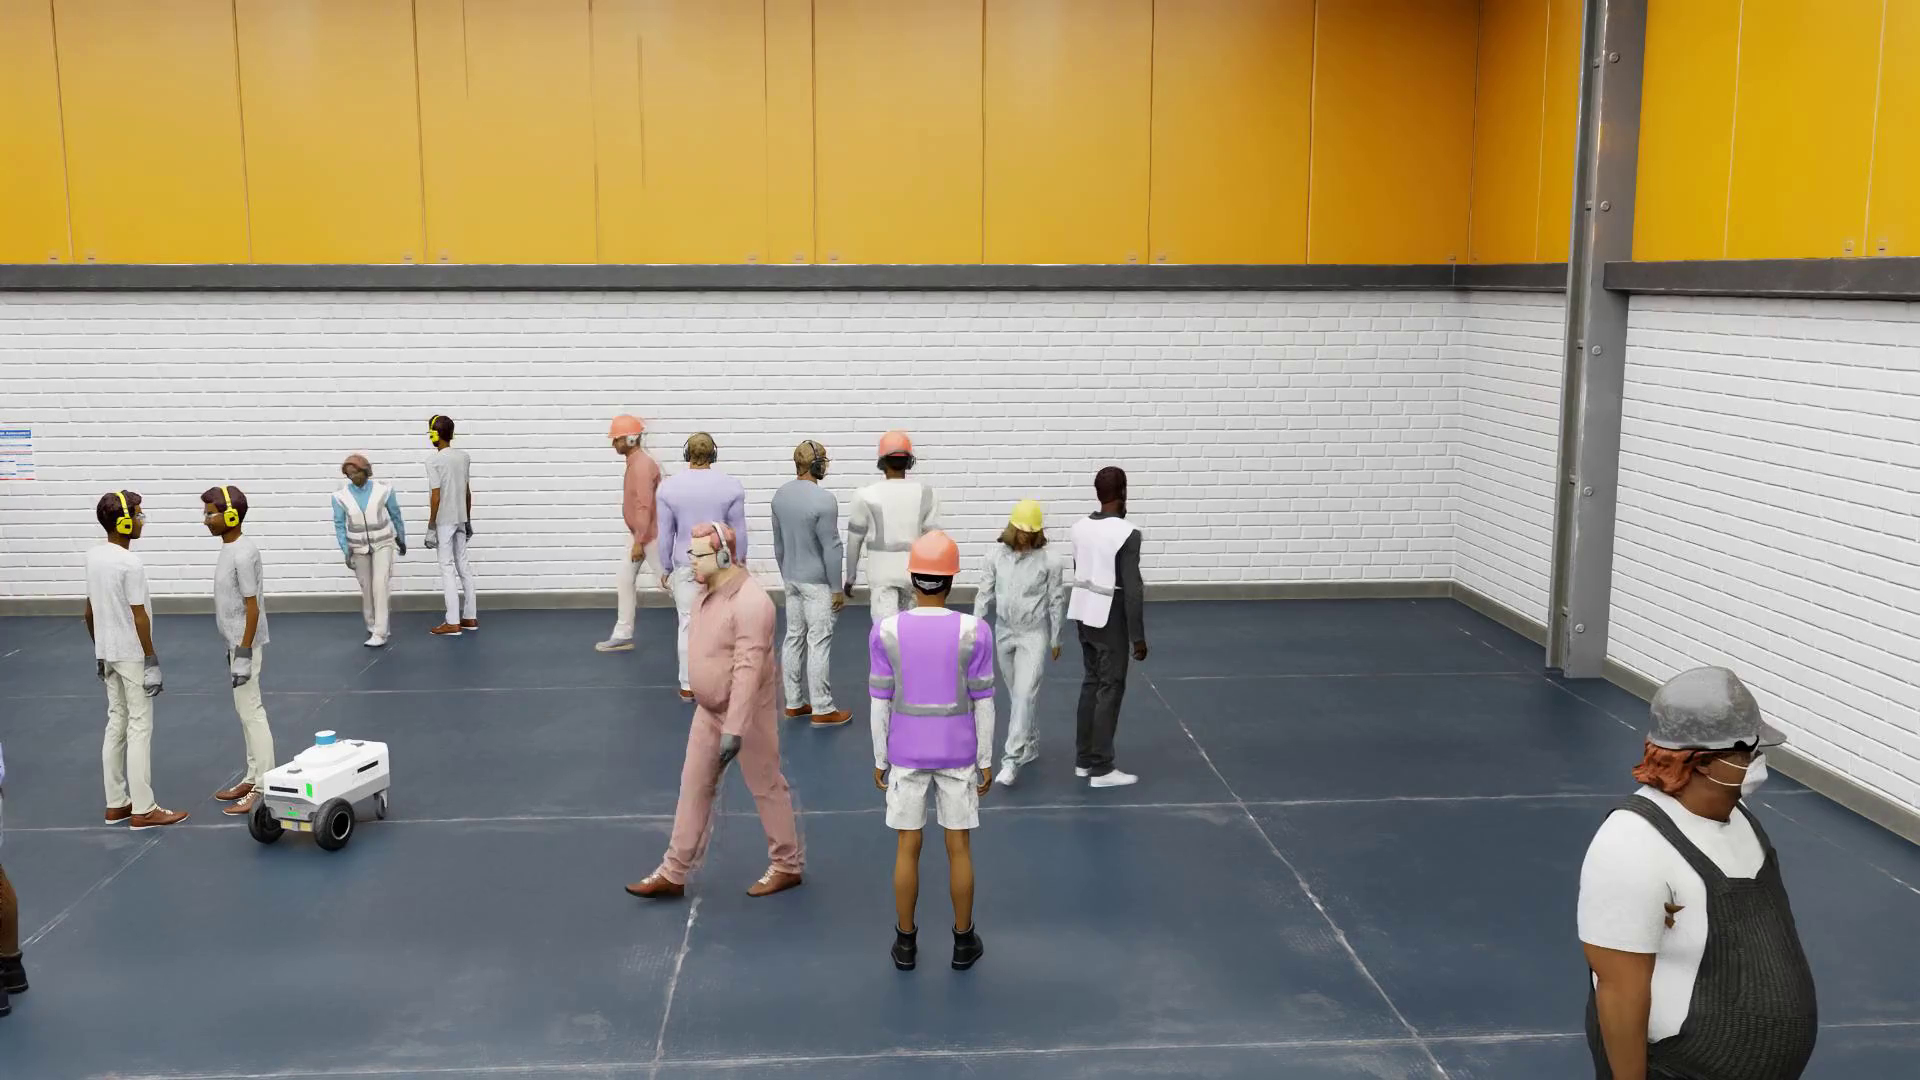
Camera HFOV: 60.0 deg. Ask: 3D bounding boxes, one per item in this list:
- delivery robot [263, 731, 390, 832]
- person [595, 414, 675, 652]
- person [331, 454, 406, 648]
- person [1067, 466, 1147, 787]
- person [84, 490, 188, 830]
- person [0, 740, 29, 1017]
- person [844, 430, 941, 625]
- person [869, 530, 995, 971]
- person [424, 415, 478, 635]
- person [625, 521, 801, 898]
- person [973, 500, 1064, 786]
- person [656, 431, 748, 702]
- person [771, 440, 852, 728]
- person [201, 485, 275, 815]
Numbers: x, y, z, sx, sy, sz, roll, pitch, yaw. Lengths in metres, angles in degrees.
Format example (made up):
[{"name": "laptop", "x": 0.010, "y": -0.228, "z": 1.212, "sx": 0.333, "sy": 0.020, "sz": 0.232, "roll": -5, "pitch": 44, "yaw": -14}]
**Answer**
[{"name": "delivery robot", "x": -3.429, "y": 1.279, "z": 9.027, "sx": 0.477, "sy": 0.478, "sz": 0.707, "roll": 3, "pitch": 10, "yaw": 17}, {"name": "person", "x": -2.434, "y": -0.065, "z": 13.447, "sx": 0.993, "sy": 1.945, "sz": 0.628, "roll": -4, "pitch": 10, "yaw": -23}, {"name": "person", "x": -4.851, "y": 0.071, "z": 13.692, "sx": 0.531, "sy": 1.590, "sz": 0.739, "roll": -2, "pitch": 9, "yaw": -12}, {"name": "person", "x": 0.856, "y": 0.513, "z": 9.935, "sx": 0.391, "sy": 1.905, "sz": 0.611, "roll": -5, "pitch": 10, "yaw": -29}, {"name": "person", "x": -4.567, "y": 0.655, "z": 9.143, "sx": 0.538, "sy": 1.869, "sz": 0.313, "roll": 6, "pitch": 11, "yaw": 32}, {"name": "person", "x": -4.121, "y": 1.001, "z": 6.782, "sx": 0.399, "sy": 1.929, "sz": 0.558, "roll": -1, "pitch": 9, "yaw": -8}, {"name": "person", "x": -0.472, "y": 0.239, "z": 11.401, "sx": 0.627, "sy": 1.973, "sz": 1.090, "roll": -3, "pitch": 10, "yaw": -19}, {"name": "person", "x": -0.119, "y": 0.921, "z": 7.257, "sx": 0.547, "sy": 1.938, "sz": 0.359, "roll": 0, "pitch": 9, "yaw": 2}, {"name": "person", "x": -4.326, "y": -0.127, "z": 14.067, "sx": 0.309, "sy": 1.864, "sz": 0.535, "roll": 4, "pitch": 10, "yaw": 24}, {"name": "person", "x": -1.171, "y": 0.847, "z": 7.982, "sx": 0.927, "sy": 1.863, "sz": 0.647, "roll": -7, "pitch": 11, "yaw": -38}, {"name": "person", "x": 0.321, "y": 0.607, "z": 9.968, "sx": 0.513, "sy": 1.694, "sz": 0.886, "roll": 5, "pitch": 10, "yaw": 26}, {"name": "person", "x": -1.825, "y": 0.193, "z": 11.825, "sx": 0.636, "sy": 1.939, "sz": 0.364, "roll": -1, "pitch": 9, "yaw": -6}, {"name": "person", "x": -1.005, "y": 0.291, "z": 11.207, "sx": 0.631, "sy": 1.940, "sz": 0.372, "roll": 9, "pitch": 13, "yaw": 44}, {"name": "person", "x": -4.083, "y": 0.615, "z": 9.408, "sx": 0.327, "sy": 1.866, "sz": 0.521, "roll": -5, "pitch": 10, "yaw": -29}]
